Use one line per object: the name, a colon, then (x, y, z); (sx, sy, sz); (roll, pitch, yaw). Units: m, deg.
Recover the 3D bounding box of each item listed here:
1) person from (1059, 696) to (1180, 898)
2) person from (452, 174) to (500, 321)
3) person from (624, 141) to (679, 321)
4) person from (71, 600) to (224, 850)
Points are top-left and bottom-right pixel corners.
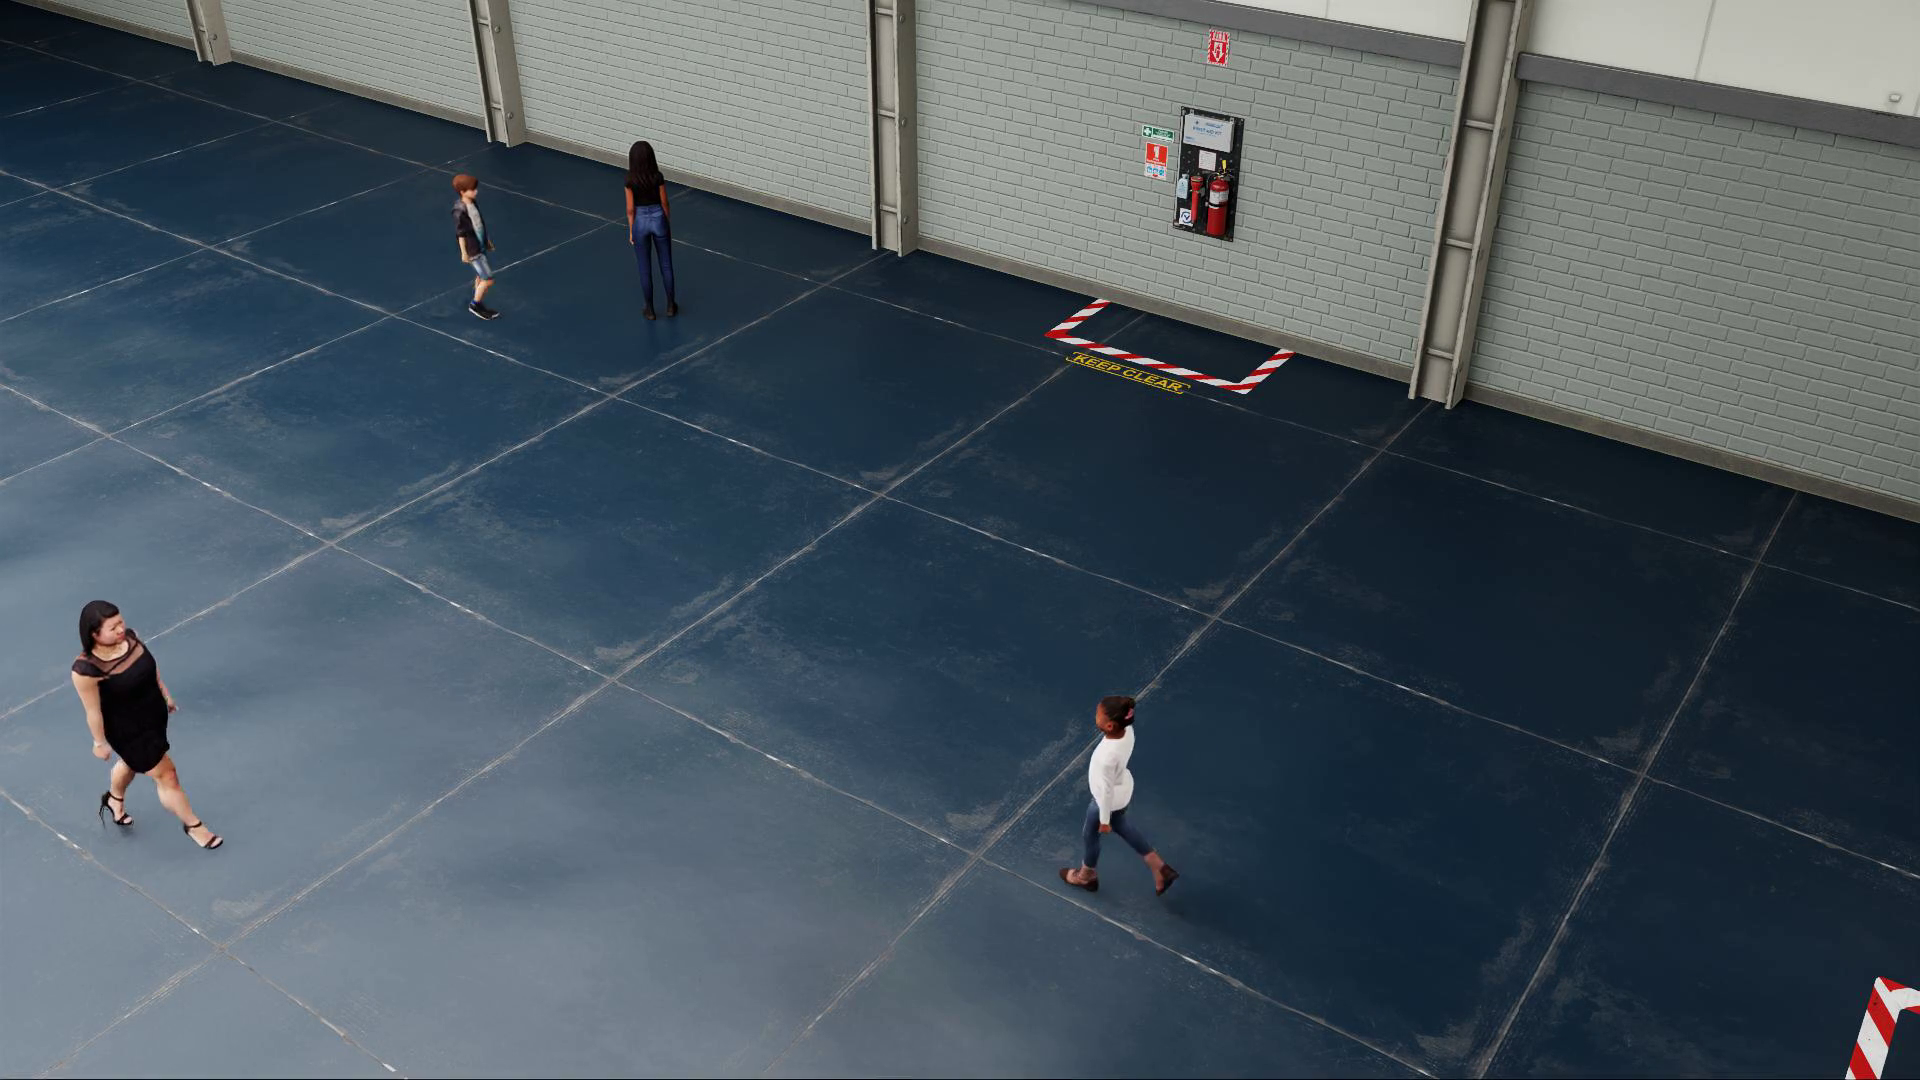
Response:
person: (0.899, 1.425, 9.148); (0.949, 1.440, 0.633); (14, 35, 21)
person: (-4.669, -2.785, 15.824); (0.681, 1.438, 0.639); (2, 32, 4)
person: (-2.935, -2.939, 15.786); (0.644, 1.740, 0.687); (-10, 33, -15)
person: (-4.794, 1.063, 9.499); (1.148, 1.678, 0.945); (6, 33, 9)
